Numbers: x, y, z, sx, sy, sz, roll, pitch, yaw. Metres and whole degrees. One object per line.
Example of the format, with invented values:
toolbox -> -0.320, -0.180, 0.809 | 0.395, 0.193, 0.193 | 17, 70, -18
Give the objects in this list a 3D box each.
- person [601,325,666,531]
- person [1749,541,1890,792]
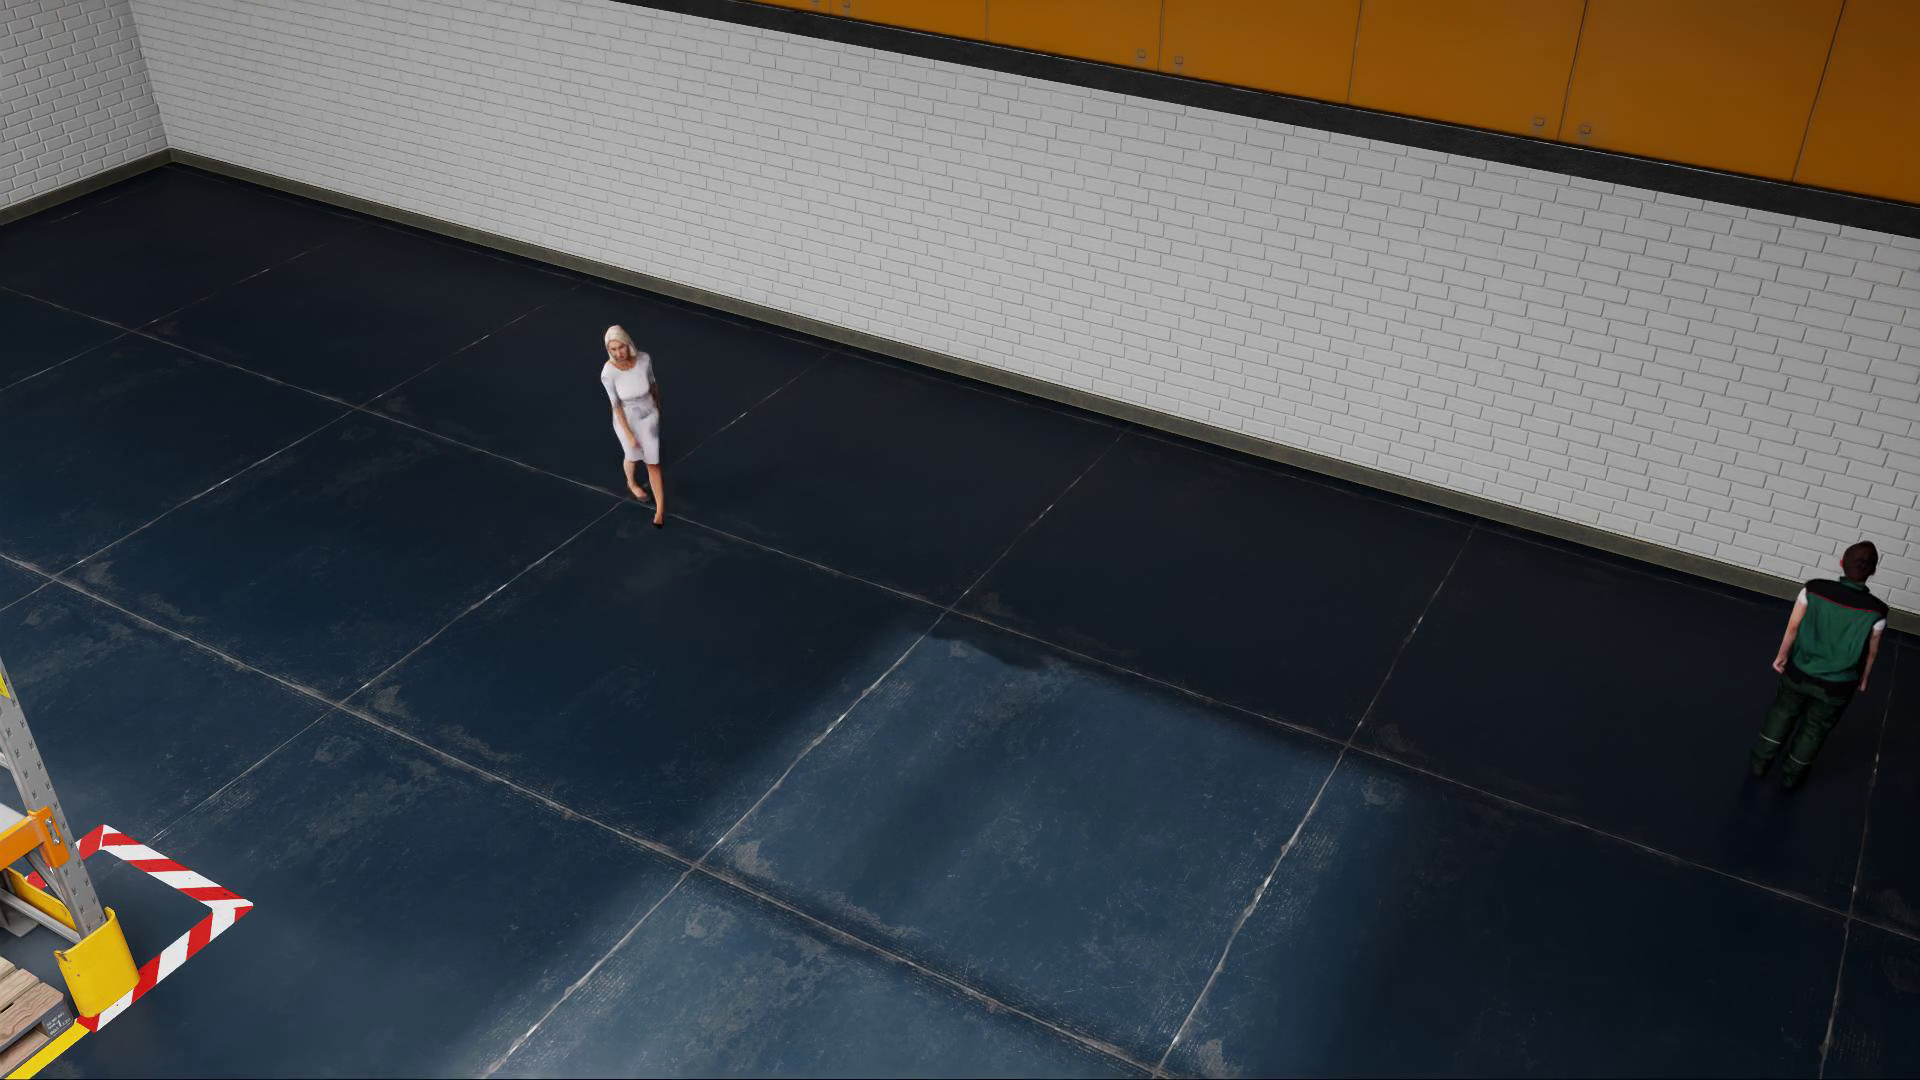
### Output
person -> -2.481, -0.927, 12.677 | 1.021, 1.693, 0.995 | -23, 40, -30
person -> 5.150, 0.798, 9.950 | 0.725, 1.840, 0.739 | 27, 42, 35
